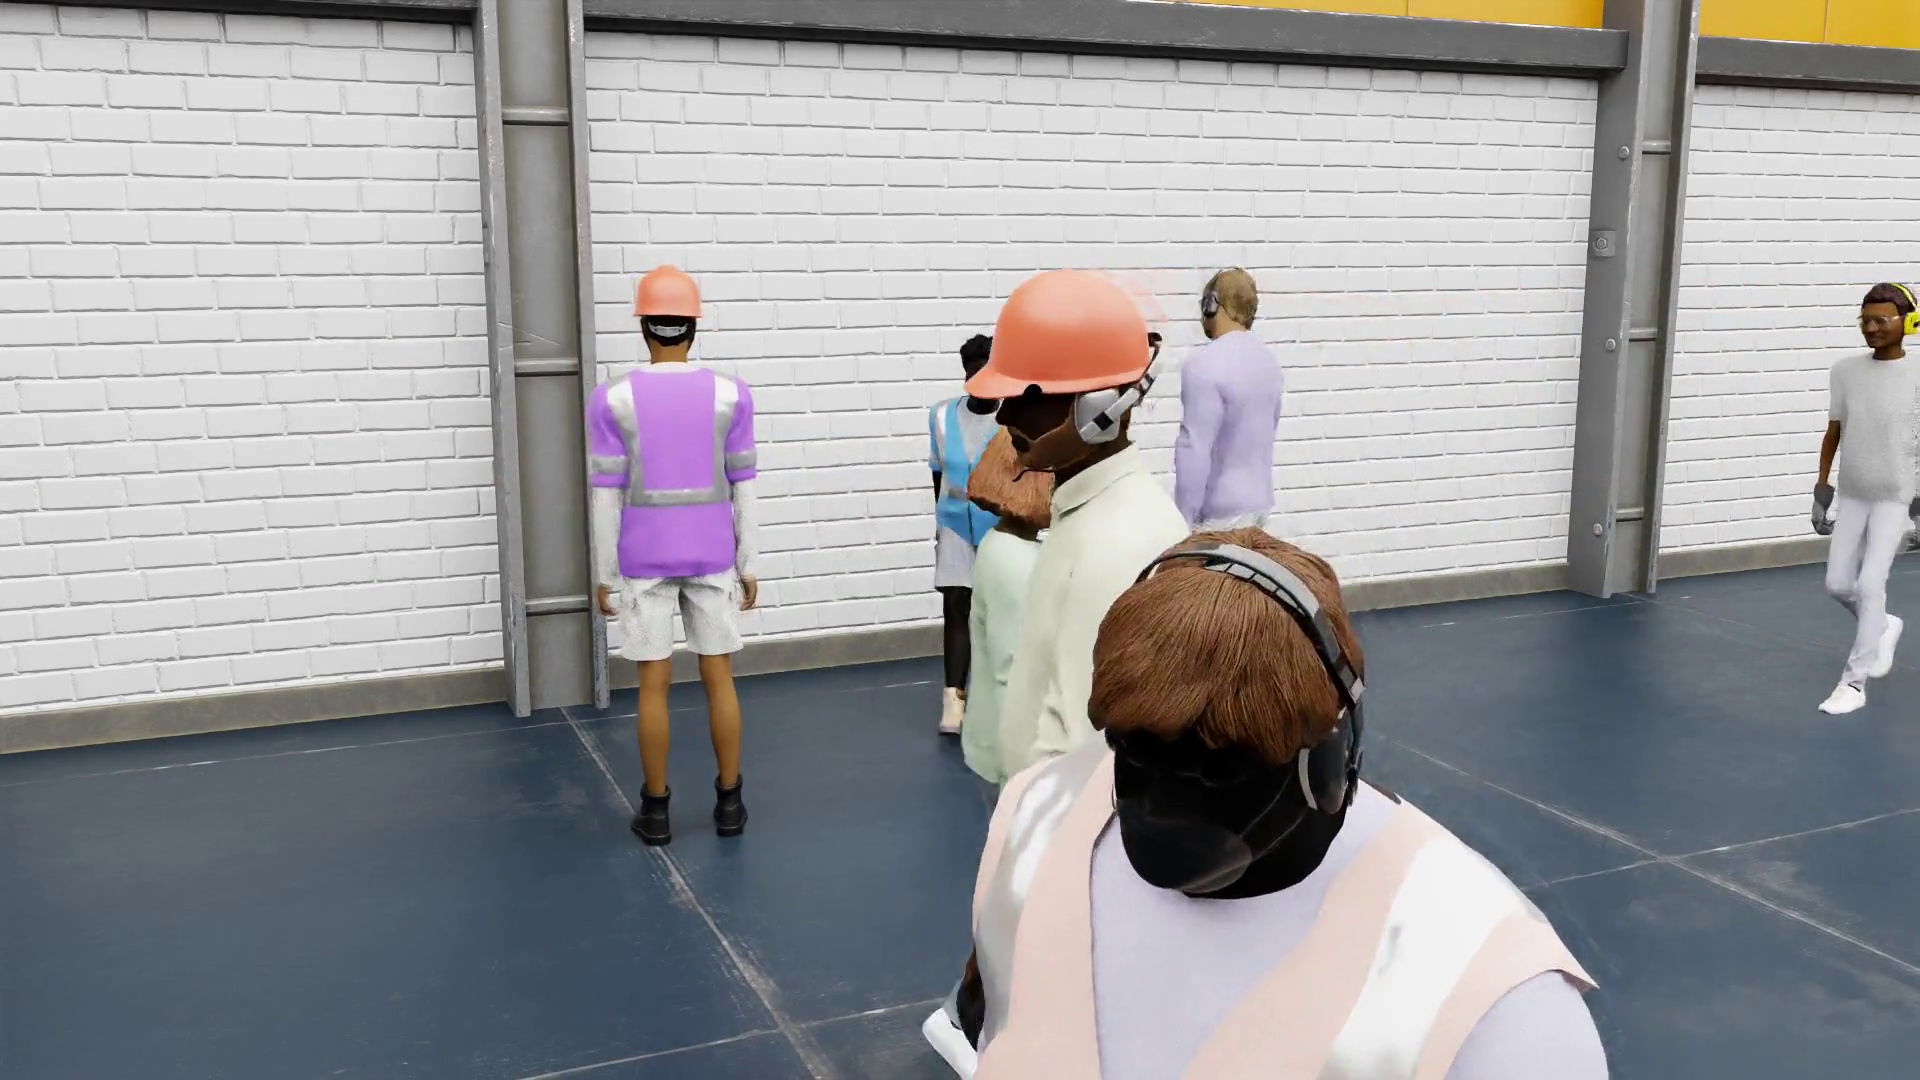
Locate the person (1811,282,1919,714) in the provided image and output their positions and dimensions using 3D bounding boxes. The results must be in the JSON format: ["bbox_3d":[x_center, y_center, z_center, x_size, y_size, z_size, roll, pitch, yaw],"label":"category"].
[{"bbox_3d":[3.980,-0.188,7.192,0.673,1.850,0.508,-7,13,-36],"label":"person"}]

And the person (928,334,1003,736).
[{"bbox_3d":[0.098,-0.025,6.816,0.545,1.632,0.848,3,11,18],"label":"person"}]

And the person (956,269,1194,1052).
[{"bbox_3d":[0.205,0.533,2.858,0.529,1.966,0.618,-1,10,-4],"label":"person"}]

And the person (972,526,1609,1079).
[{"bbox_3d":[0.172,0.868,1.516,0.686,1.786,0.922,9,14,41],"label":"person"}]

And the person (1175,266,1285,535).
[{"bbox_3d":[1.035,-0.087,6.487,0.371,1.910,0.660,6,12,32],"label":"person"}]

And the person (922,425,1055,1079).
[{"bbox_3d":[0.160,0.519,3.873,0.346,1.618,0.533,0,10,0],"label":"person"}]

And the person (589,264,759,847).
[{"bbox_3d":[-0.951,0.056,5.579,0.552,1.935,0.372,-3,11,-17],"label":"person"}]
